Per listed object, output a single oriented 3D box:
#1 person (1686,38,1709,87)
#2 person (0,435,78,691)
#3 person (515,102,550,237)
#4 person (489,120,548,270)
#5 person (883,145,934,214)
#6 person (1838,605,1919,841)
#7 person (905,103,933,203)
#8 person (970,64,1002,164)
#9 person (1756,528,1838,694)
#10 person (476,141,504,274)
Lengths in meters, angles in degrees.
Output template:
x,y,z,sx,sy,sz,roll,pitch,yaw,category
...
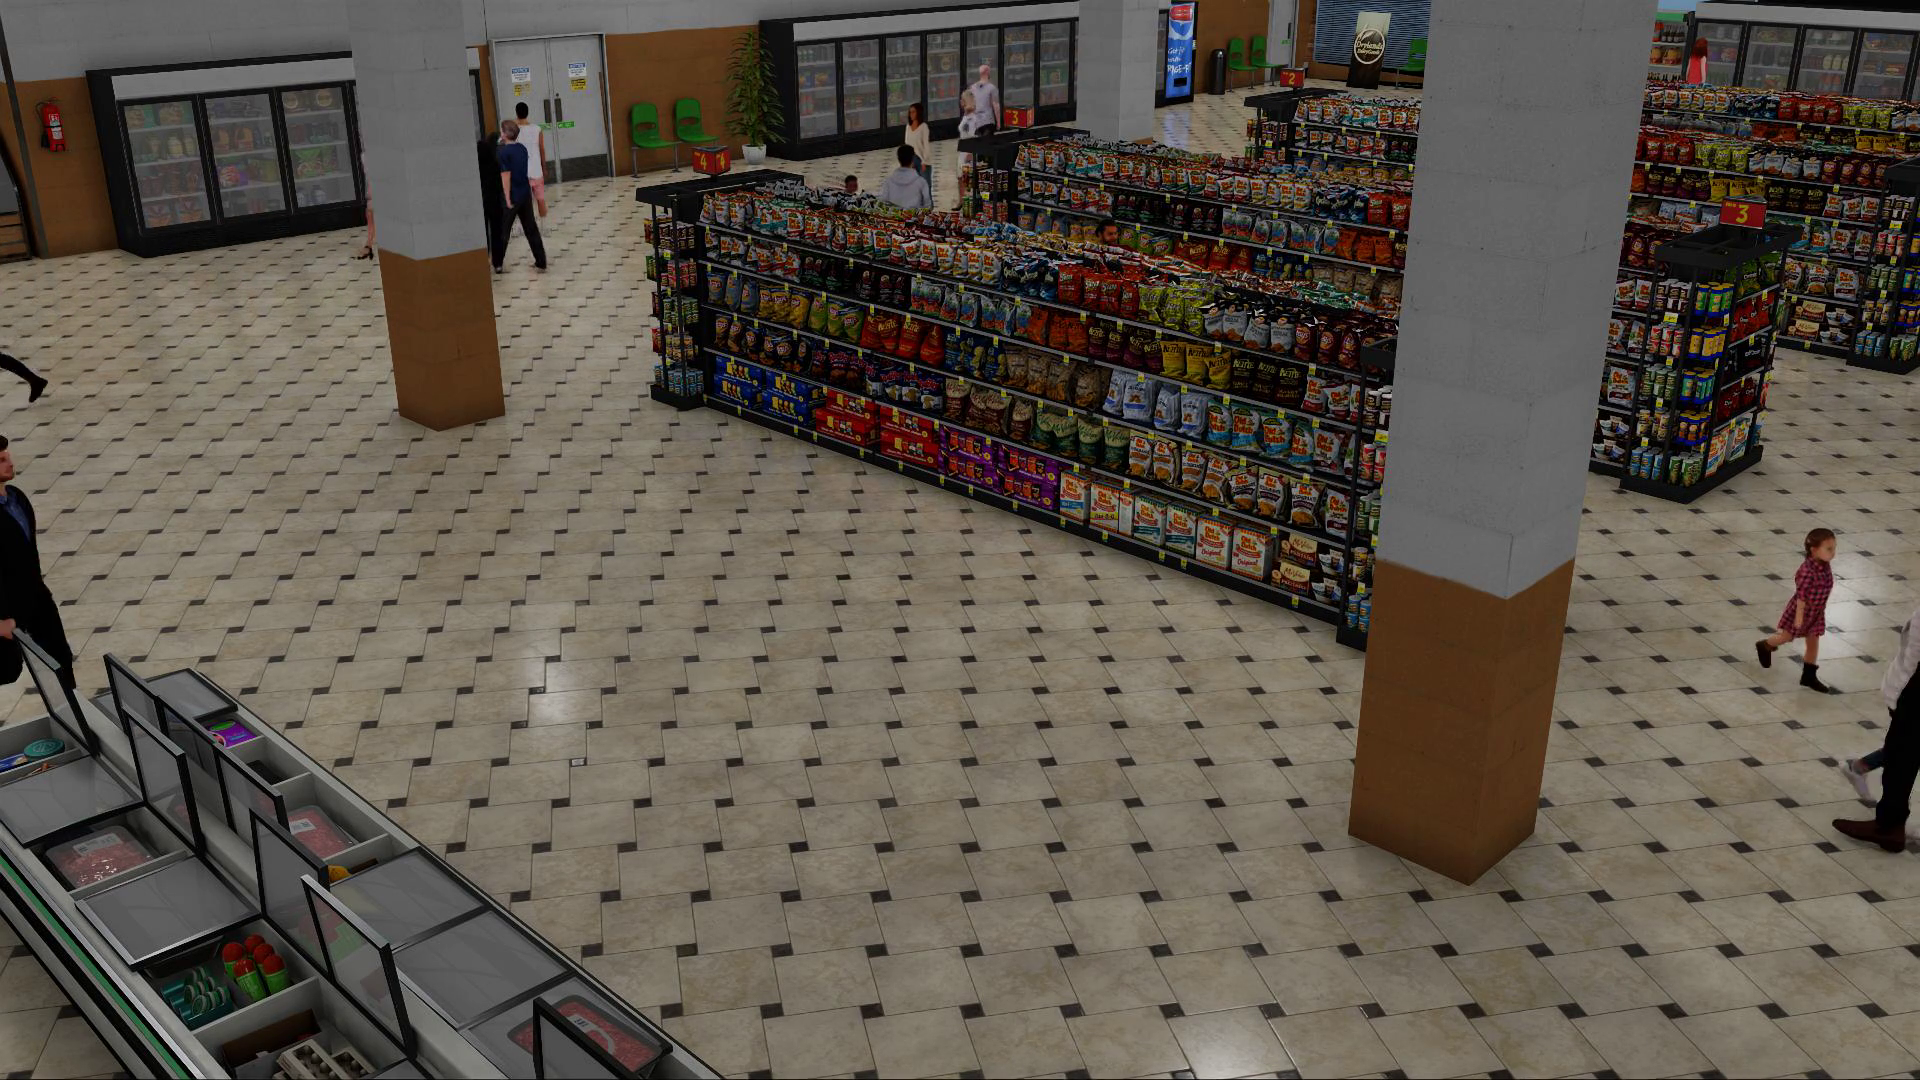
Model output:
x,y,z,sx,sy,sz,roll,pitch,yaw,category
13.690,-8.417,31.014,0.726,1.828,0.599,-7,23,-16,person
-5.303,0.334,9.184,1.254,1.867,1.163,1,22,2,person
-5.882,-5.051,22.689,0.698,1.789,0.666,-12,25,-27,person
-5.420,-4.235,20.603,1.135,1.831,0.844,12,25,27,person
-0.607,-3.335,18.289,1.184,1.886,1.152,4,22,10,person
4.811,0.753,8.481,0.707,1.612,0.798,-19,29,-40,person
-0.575,-5.335,23.547,0.491,1.676,0.676,18,28,38,person
0.353,-6.668,26.699,1.213,1.801,0.911,14,26,31,person
5.143,0.399,10.169,0.566,1.012,0.775,-11,24,-26,person
-5.813,-4.098,20.566,0.807,1.603,0.863,-7,23,-17,person
